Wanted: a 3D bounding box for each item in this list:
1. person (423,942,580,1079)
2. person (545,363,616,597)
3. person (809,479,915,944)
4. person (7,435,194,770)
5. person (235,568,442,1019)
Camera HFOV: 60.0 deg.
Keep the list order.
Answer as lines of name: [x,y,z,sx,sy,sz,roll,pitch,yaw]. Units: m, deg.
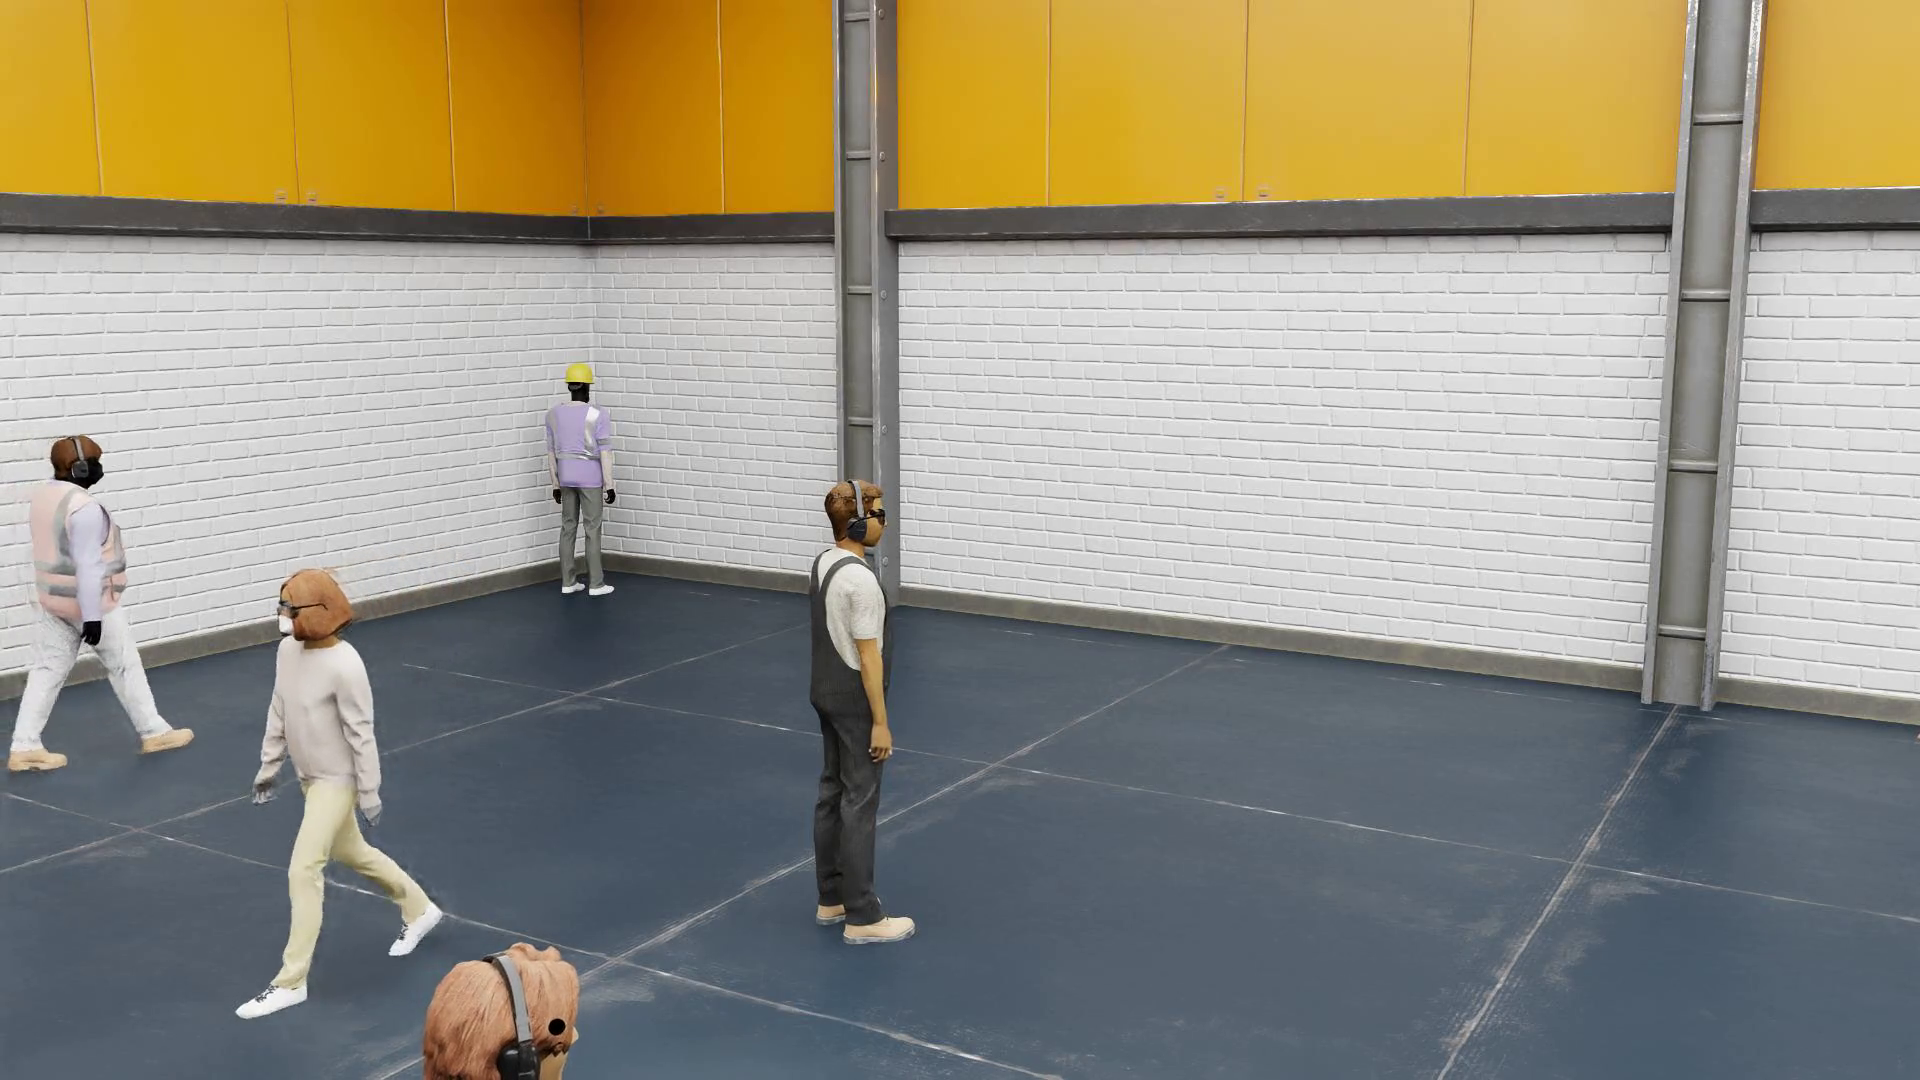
person: [-0.695,1.425,2.576,0.522,1.638,0.310,9,13,44]
person: [-3.111,-0.493,13.687,0.585,1.921,0.392,3,10,19]
person: [-0.415,0.675,6.616,0.346,1.846,0.507,-5,10,-29]
person: [-4.719,0.330,8.947,0.639,1.797,0.945,7,11,37]
person: [-2.293,0.874,6.147,0.511,1.598,0.832,9,13,44]
